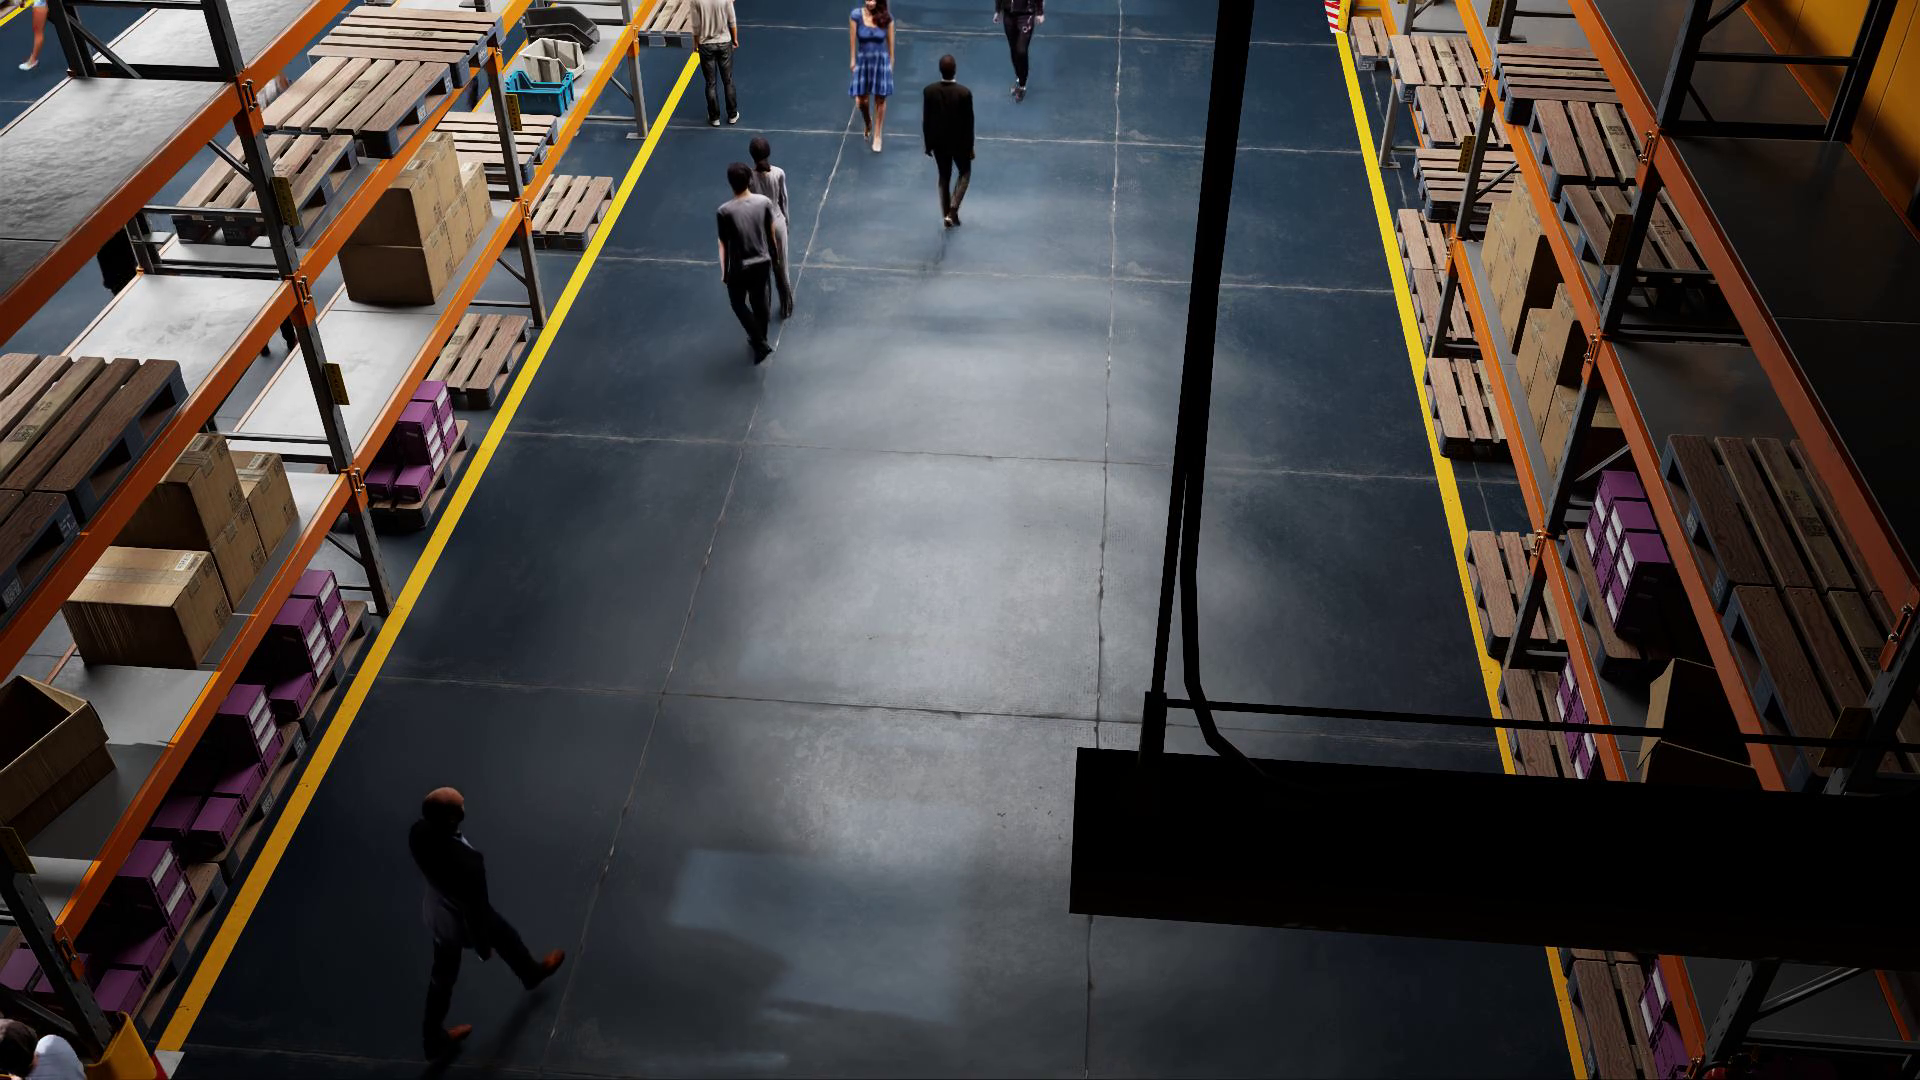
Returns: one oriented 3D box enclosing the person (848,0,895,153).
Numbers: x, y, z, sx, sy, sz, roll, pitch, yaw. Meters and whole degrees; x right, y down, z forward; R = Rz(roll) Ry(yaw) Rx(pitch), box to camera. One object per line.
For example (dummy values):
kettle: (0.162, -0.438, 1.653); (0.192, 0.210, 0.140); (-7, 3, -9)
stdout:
person: (-0.928, -5.026, 17.677); (0.694, 1.799, 0.718); (0, 39, 0)

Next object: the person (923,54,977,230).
person: (-0.113, -3.807, 16.154); (0.741, 1.794, 0.781); (10, 40, 12)

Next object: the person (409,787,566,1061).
person: (-2.713, 2.059, 8.840); (1.074, 1.756, 1.282); (25, 45, 28)

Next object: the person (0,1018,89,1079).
person: (-4.026, 2.868, 7.758); (0.844, 1.842, 1.162); (7, 39, 9)

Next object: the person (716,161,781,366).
person: (-1.780, -2.305, 14.232); (0.950, 1.846, 1.024); (-19, 43, -23)

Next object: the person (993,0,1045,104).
person: (0.711, -5.932, 18.797); (0.855, 1.817, 0.917); (20, 43, 23)

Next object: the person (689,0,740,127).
person: (-2.670, -5.421, 18.161); (0.708, 1.812, 0.656); (-8, 39, -10)

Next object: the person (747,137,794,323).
person: (-1.726, -2.775, 14.878); (0.669, 1.774, 0.679); (-14, 41, -17)
